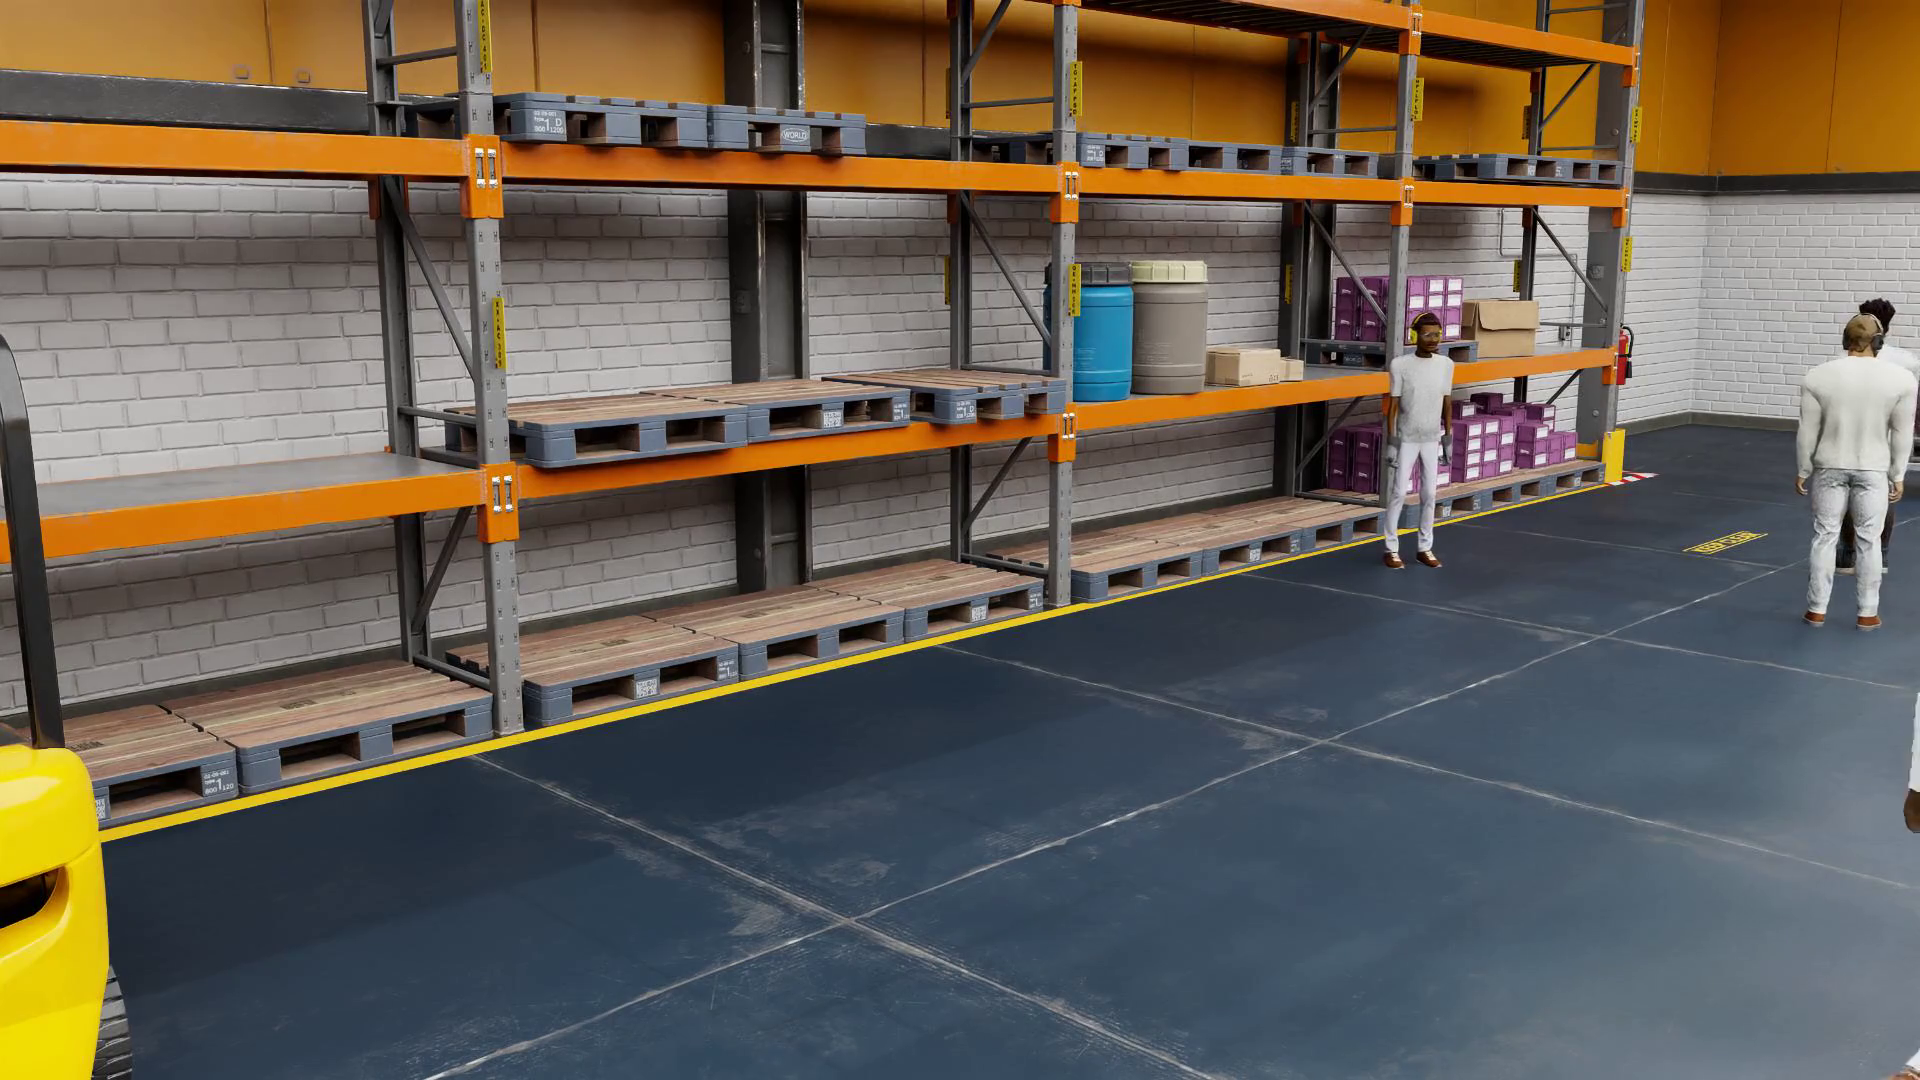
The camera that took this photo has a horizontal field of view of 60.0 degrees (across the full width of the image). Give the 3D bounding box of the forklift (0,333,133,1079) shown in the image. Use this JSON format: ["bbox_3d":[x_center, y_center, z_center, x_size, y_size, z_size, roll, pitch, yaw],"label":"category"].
[{"bbox_3d":[-3.289,0.485,4.582,1.214,2.155,2.313,-10,14,-44],"label":"forklift"}]

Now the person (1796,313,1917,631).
[{"bbox_3d":[5.437,-0.409,10.162,0.628,1.936,0.375,6,12,29],"label":"person"}]

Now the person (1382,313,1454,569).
[{"bbox_3d":[3.321,-0.712,12.037,0.511,1.860,0.318,-2,11,-10],"label":"person"}]

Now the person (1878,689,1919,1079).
[{"bbox_3d":[2.866,0.679,4.501,0.959,1.828,0.586,-4,11,-21],"label":"person"}]

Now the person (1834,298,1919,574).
[{"bbox_3d":[6.471,-0.736,11.861,0.613,1.962,0.366,0,10,0],"label":"person"}]
